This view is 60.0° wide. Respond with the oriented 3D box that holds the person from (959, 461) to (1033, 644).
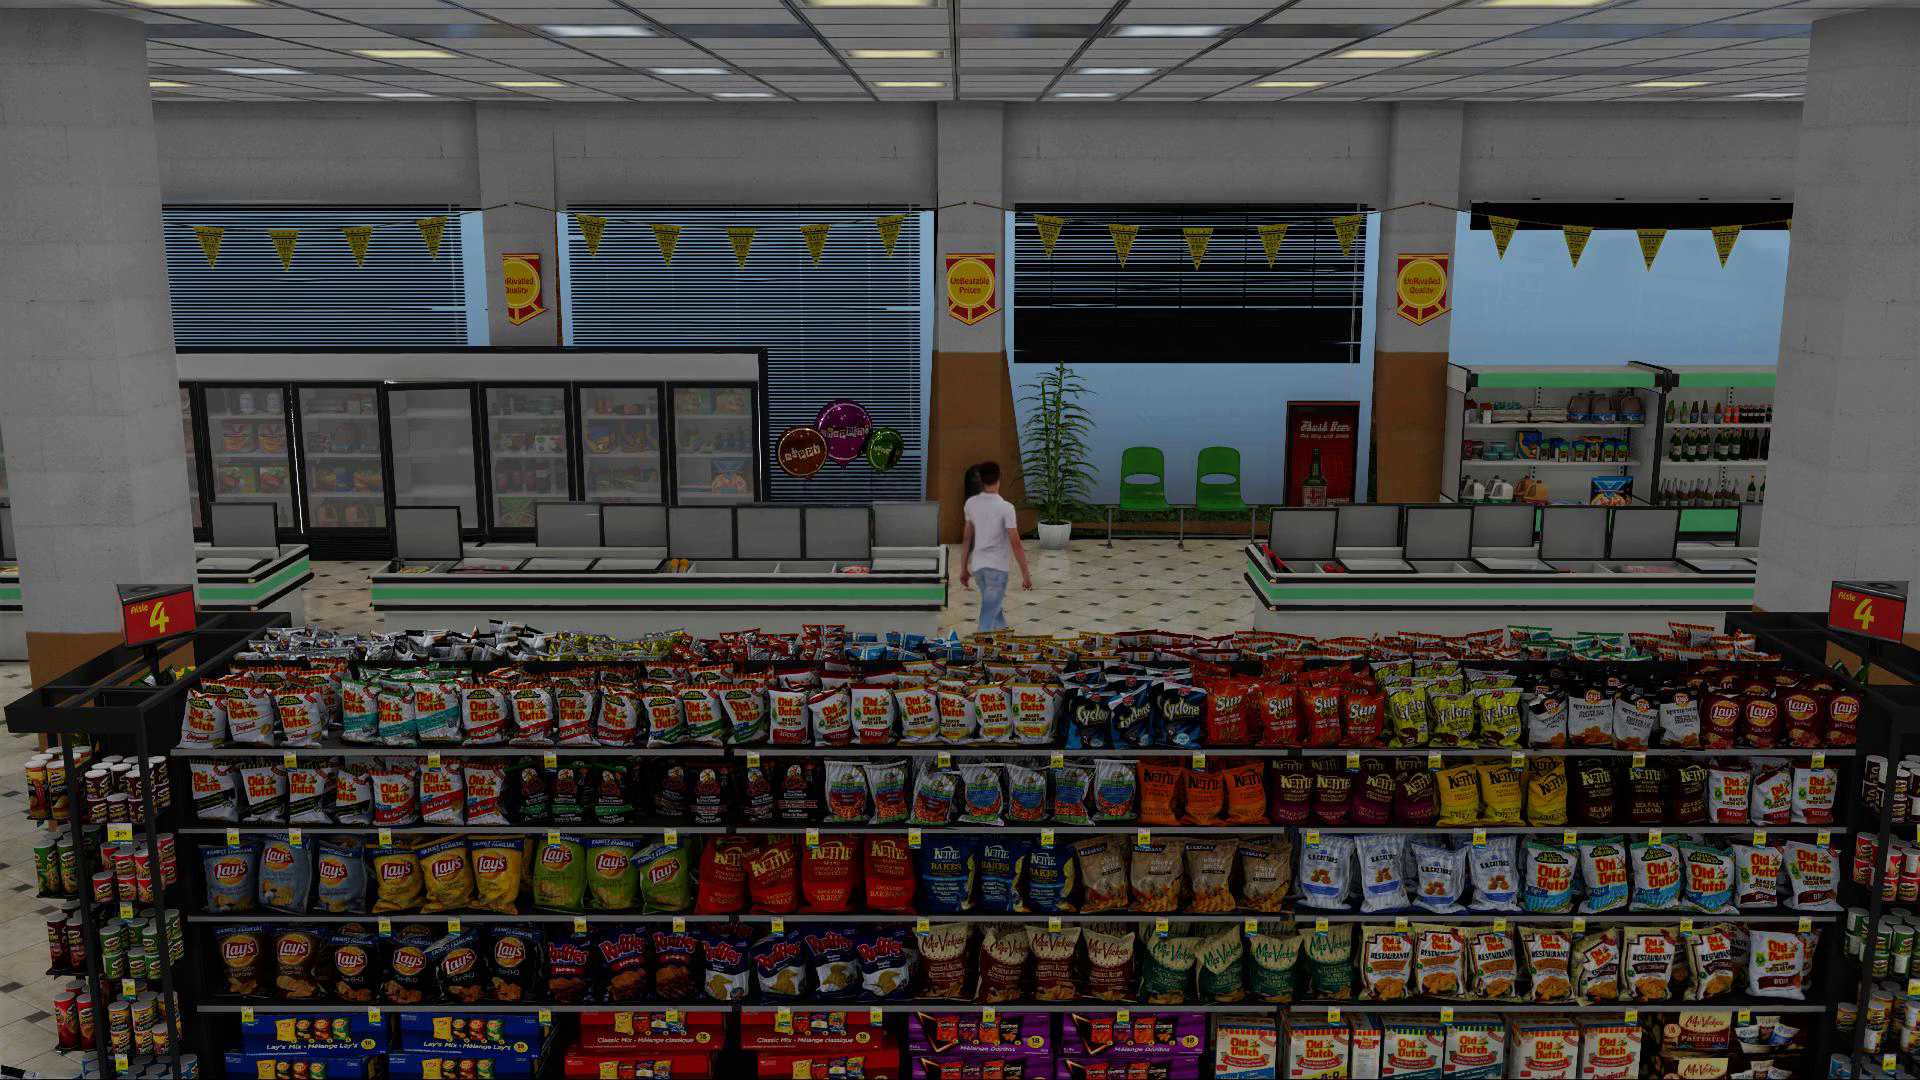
[{"bbox_3d":[0.189,0.300,13.785,1.209,1.801,1.241,11,16,43],"label":"person"}]
